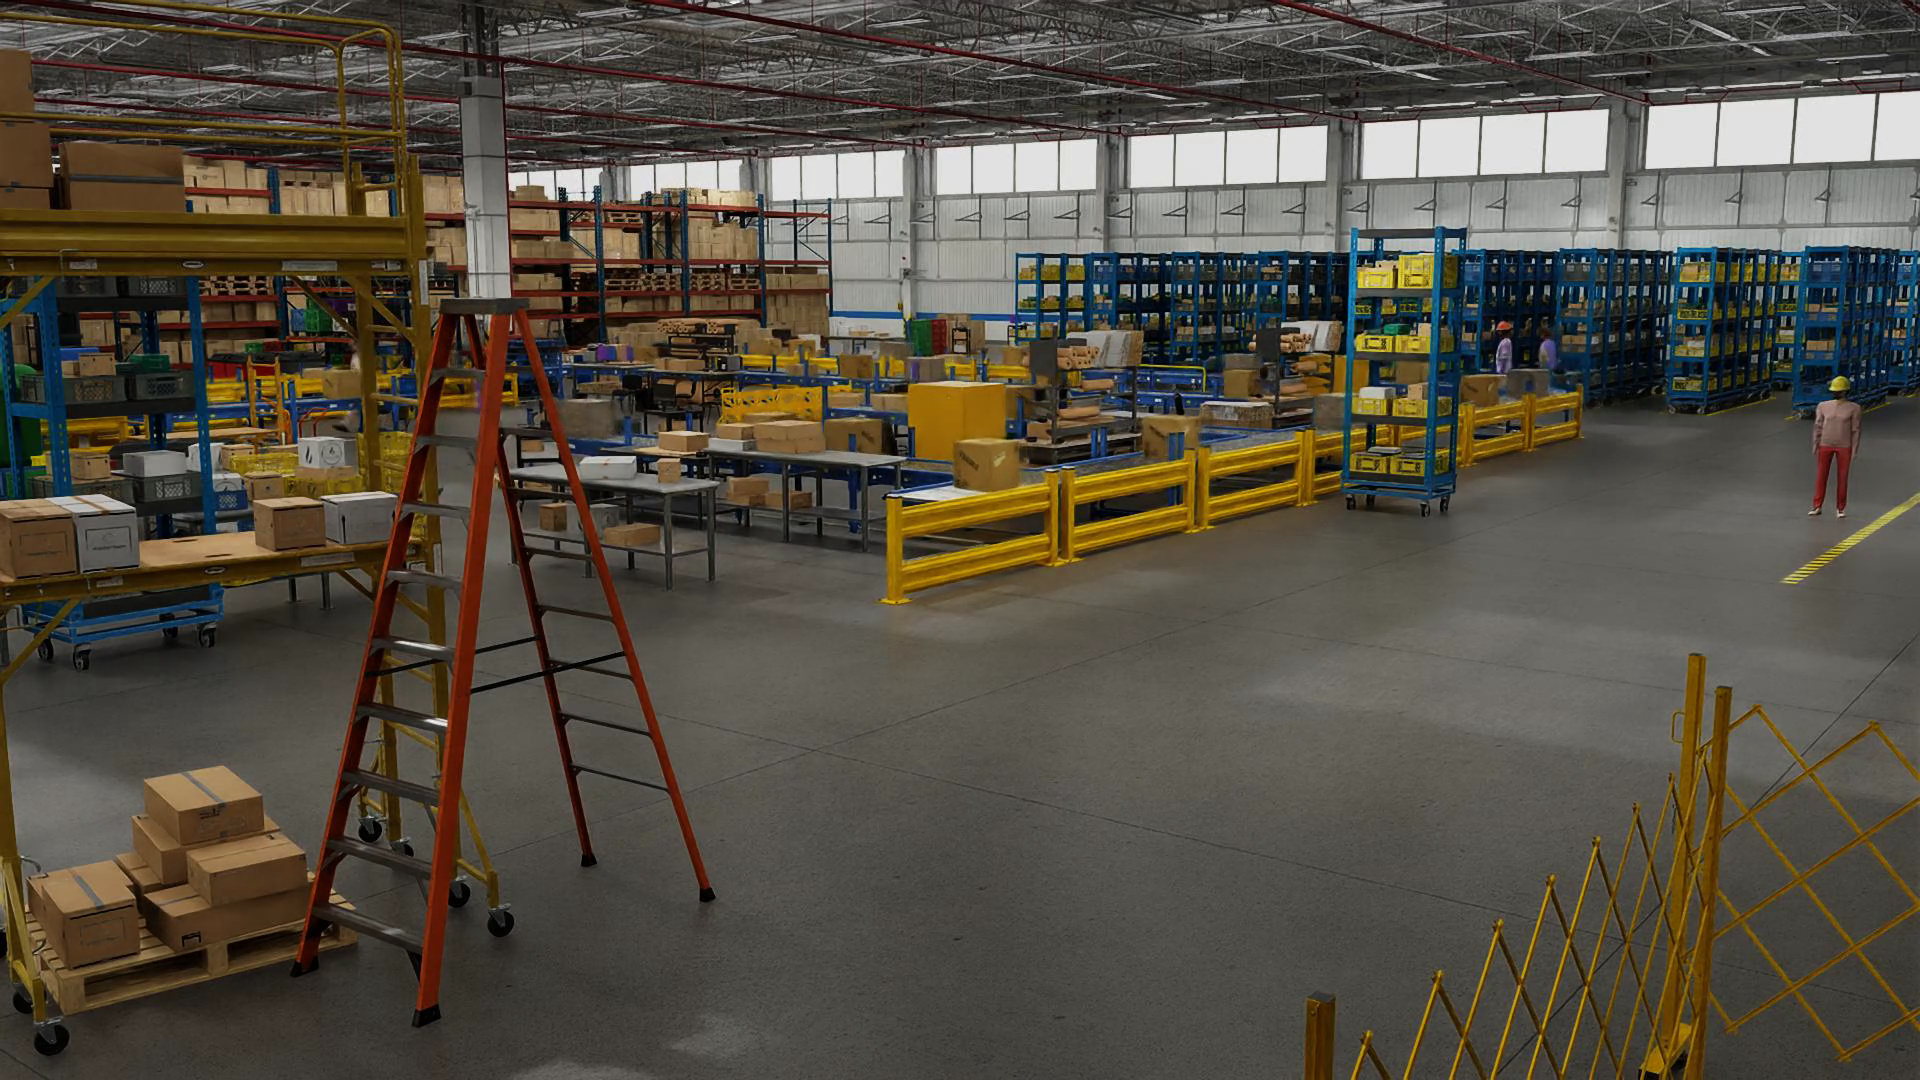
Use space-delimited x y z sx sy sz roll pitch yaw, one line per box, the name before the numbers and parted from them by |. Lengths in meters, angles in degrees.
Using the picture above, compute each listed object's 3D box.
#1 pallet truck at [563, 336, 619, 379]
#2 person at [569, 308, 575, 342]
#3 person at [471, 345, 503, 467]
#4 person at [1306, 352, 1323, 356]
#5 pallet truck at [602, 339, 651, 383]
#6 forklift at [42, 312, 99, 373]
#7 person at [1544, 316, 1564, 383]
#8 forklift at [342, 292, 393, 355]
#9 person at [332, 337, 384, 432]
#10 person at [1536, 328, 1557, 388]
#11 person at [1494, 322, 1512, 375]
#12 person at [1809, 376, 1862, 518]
pallet truck | -10.690 -5.294 48.215 1.601 1.201 0.680 -5 10 -26
person | -14.887 -7.988 63.460 0.843 1.736 0.529 -8 12 -41
person | -7.371 -2.067 25.920 0.466 1.918 0.563 -6 11 -33
person | 8.683 -4.323 40.396 0.875 1.801 0.602 4 10 24
pallet truck | -8.991 -4.871 45.351 0.653 1.274 1.630 7 11 37
forklift | -23.779 -5.451 44.052 1.873 2.768 1.129 7 11 36
person | 16.379 -5.289 45.932 0.653 1.942 0.933 1 9 4
forklift | -16.485 -5.622 45.120 1.129 2.768 1.873 7 11 37
person | -11.463 -2.942 31.636 0.997 1.836 0.711 -7 12 -39
person | 12.991 -3.792 36.969 0.498 1.825 0.563 7 11 36
person | 11.293 -3.510 34.630 0.443 2.033 0.650 4 10 21
person | 10.926 -1.159 20.753 0.523 1.762 0.329 7 11 36
